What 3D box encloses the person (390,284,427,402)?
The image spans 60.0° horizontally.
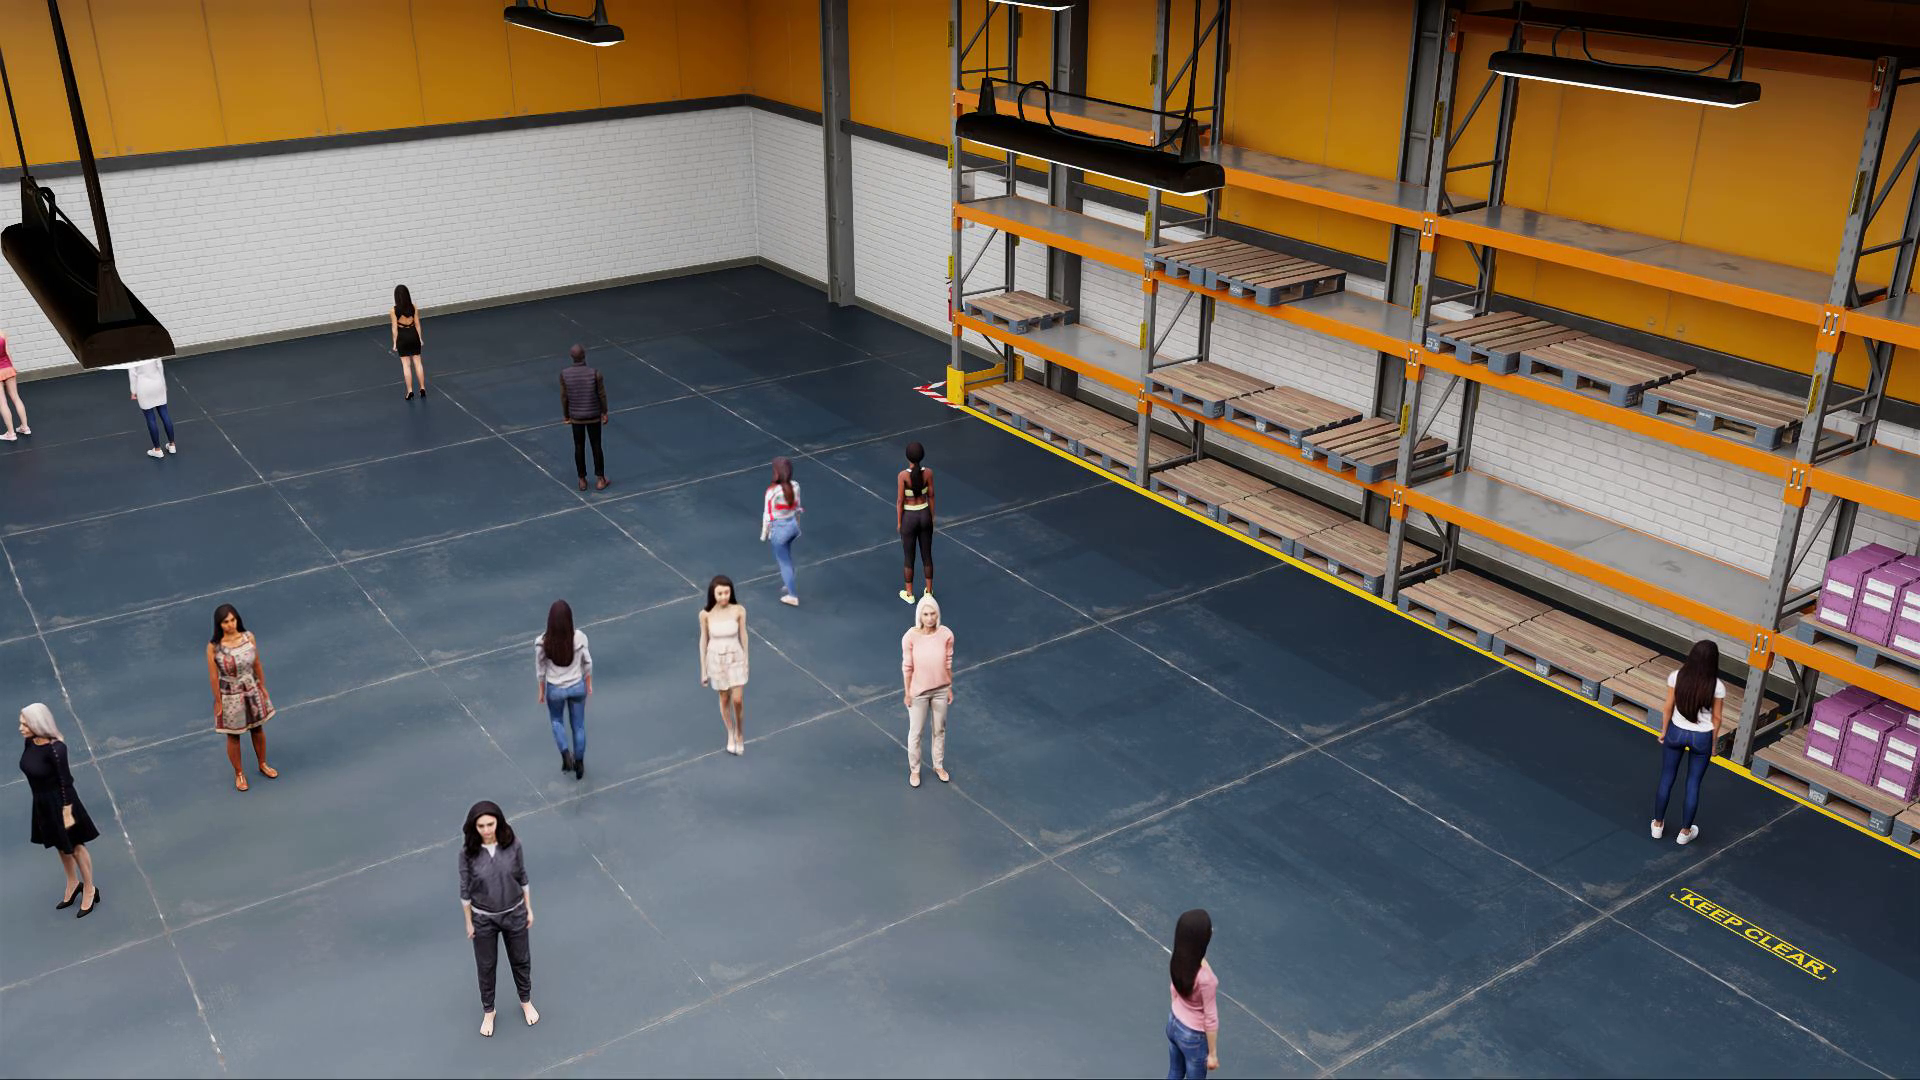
[{"bbox_3d":[-7.736,-2.774,23.316,0.566,1.649,0.466,-15,28,-31],"label":"person"}]

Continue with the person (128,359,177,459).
[{"bbox_3d":[-10.344,-1.934,21.237,0.626,1.775,0.670,18,29,35],"label":"person"}]

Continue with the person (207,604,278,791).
[{"bbox_3d":[-6.073,1.288,14.029,0.586,1.645,0.685,22,32,40],"label":"person"}]

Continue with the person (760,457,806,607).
[{"bbox_3d":[-1.753,-0.070,17.195,0.709,1.598,0.686,16,28,32],"label":"person"}]

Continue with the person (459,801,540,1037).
[{"bbox_3d":[-3.085,2.493,11.123,0.642,1.764,0.587,-9,25,-21],"label":"person"}]

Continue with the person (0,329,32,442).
[{"bbox_3d":[-12.612,-2.193,21.858,0.704,1.752,0.662,7,25,17],"label":"person"}]

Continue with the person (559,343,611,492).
[{"bbox_3d":[-4.548,-1.497,20.162,0.781,1.835,0.787,0,24,-1],"label":"person"}]

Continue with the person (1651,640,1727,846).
[{"bbox_3d":[5.771,1.591,13.173,0.568,1.775,0.714,16,28,32],"label":"person"}]

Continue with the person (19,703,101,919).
[{"bbox_3d":[-6.687,1.987,12.303,0.644,1.746,0.755,13,27,27],"label":"person"}]

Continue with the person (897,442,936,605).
[{"bbox_3d":[-0.448,-0.183,17.257,0.618,1.755,0.603,-7,25,-16],"label":"person"}]

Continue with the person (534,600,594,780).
[{"bbox_3d":[-3.309,1.305,14.025,0.689,1.617,0.671,-8,25,-18],"label":"person"}]

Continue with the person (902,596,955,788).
[{"bbox_3d":[-0.266,1.249,14.017,0.668,1.725,0.635,-7,24,-15],"label":"person"}]

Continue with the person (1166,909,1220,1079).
[{"bbox_3d":[1.390,2.970,10.060,0.662,1.742,0.494,-11,26,-24],"label":"person"}]

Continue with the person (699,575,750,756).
[{"bbox_3d":[-2.041,1.058,14.455,0.684,1.725,0.725,-3,24,-6],"label":"person"}]
